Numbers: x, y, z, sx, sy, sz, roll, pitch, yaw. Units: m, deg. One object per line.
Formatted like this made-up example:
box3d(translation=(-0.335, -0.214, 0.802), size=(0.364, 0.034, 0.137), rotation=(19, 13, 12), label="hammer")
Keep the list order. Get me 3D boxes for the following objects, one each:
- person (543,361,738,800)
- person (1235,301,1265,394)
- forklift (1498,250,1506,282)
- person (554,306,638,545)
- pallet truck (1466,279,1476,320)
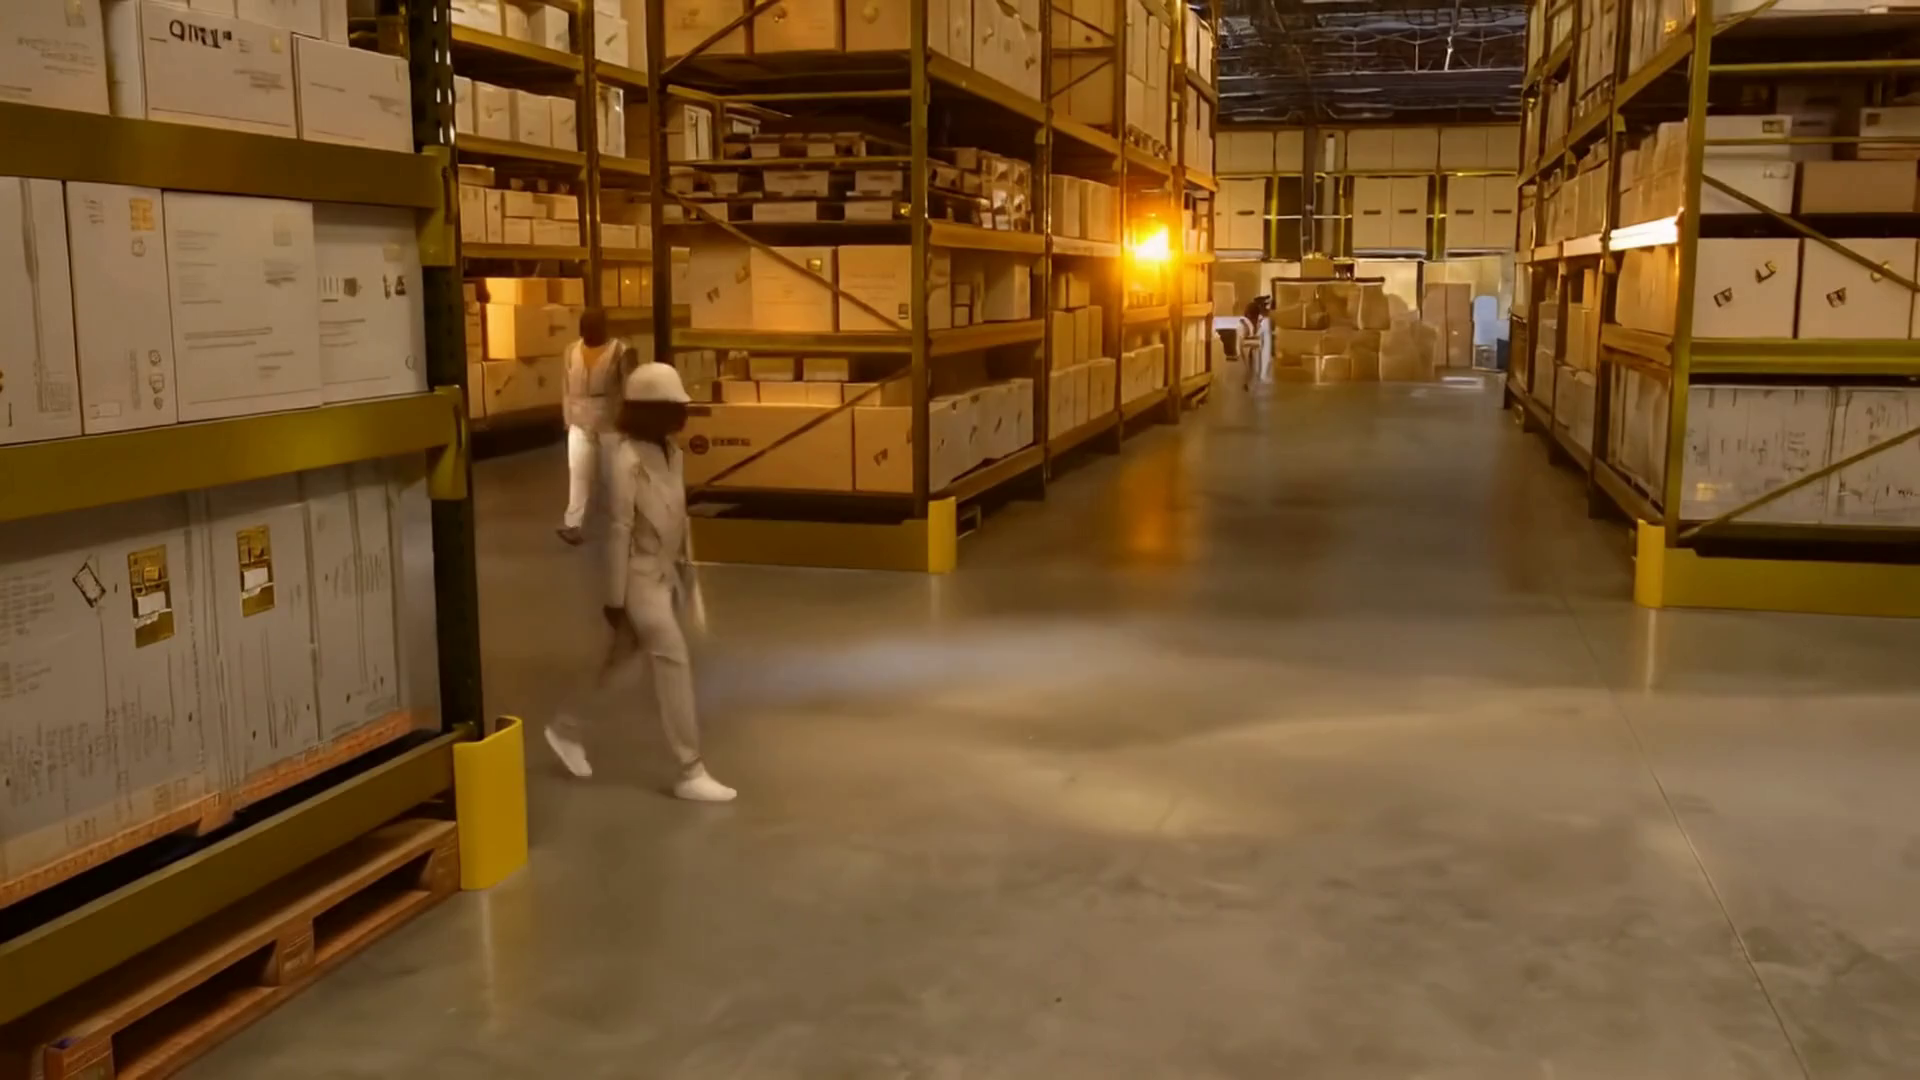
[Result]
box3d(translation=(-1.284, 0.150, 6.513), size=(0.820, 1.710, 0.495), rotation=(2, 9, 13), label="person")
box3d(translation=(5.063, -3.352, 29.048), size=(0.527, 1.621, 0.388), rotation=(-3, 9, -19), label="person")
box3d(translation=(15.915, -6.937, 47.846), size=(1.129, 2.768, 1.873), rotation=(1, 9, 8), label="forklift")
box3d(translation=(-2.788, -0.859, 12.626), size=(0.654, 1.802, 0.901), rotation=(1, 9, 9), label="person")
box3d(translation=(18.896, -8.459, 60.307), size=(1.885, 1.965, 0.823), rotation=(5, 10, 31), label="pallet truck")
